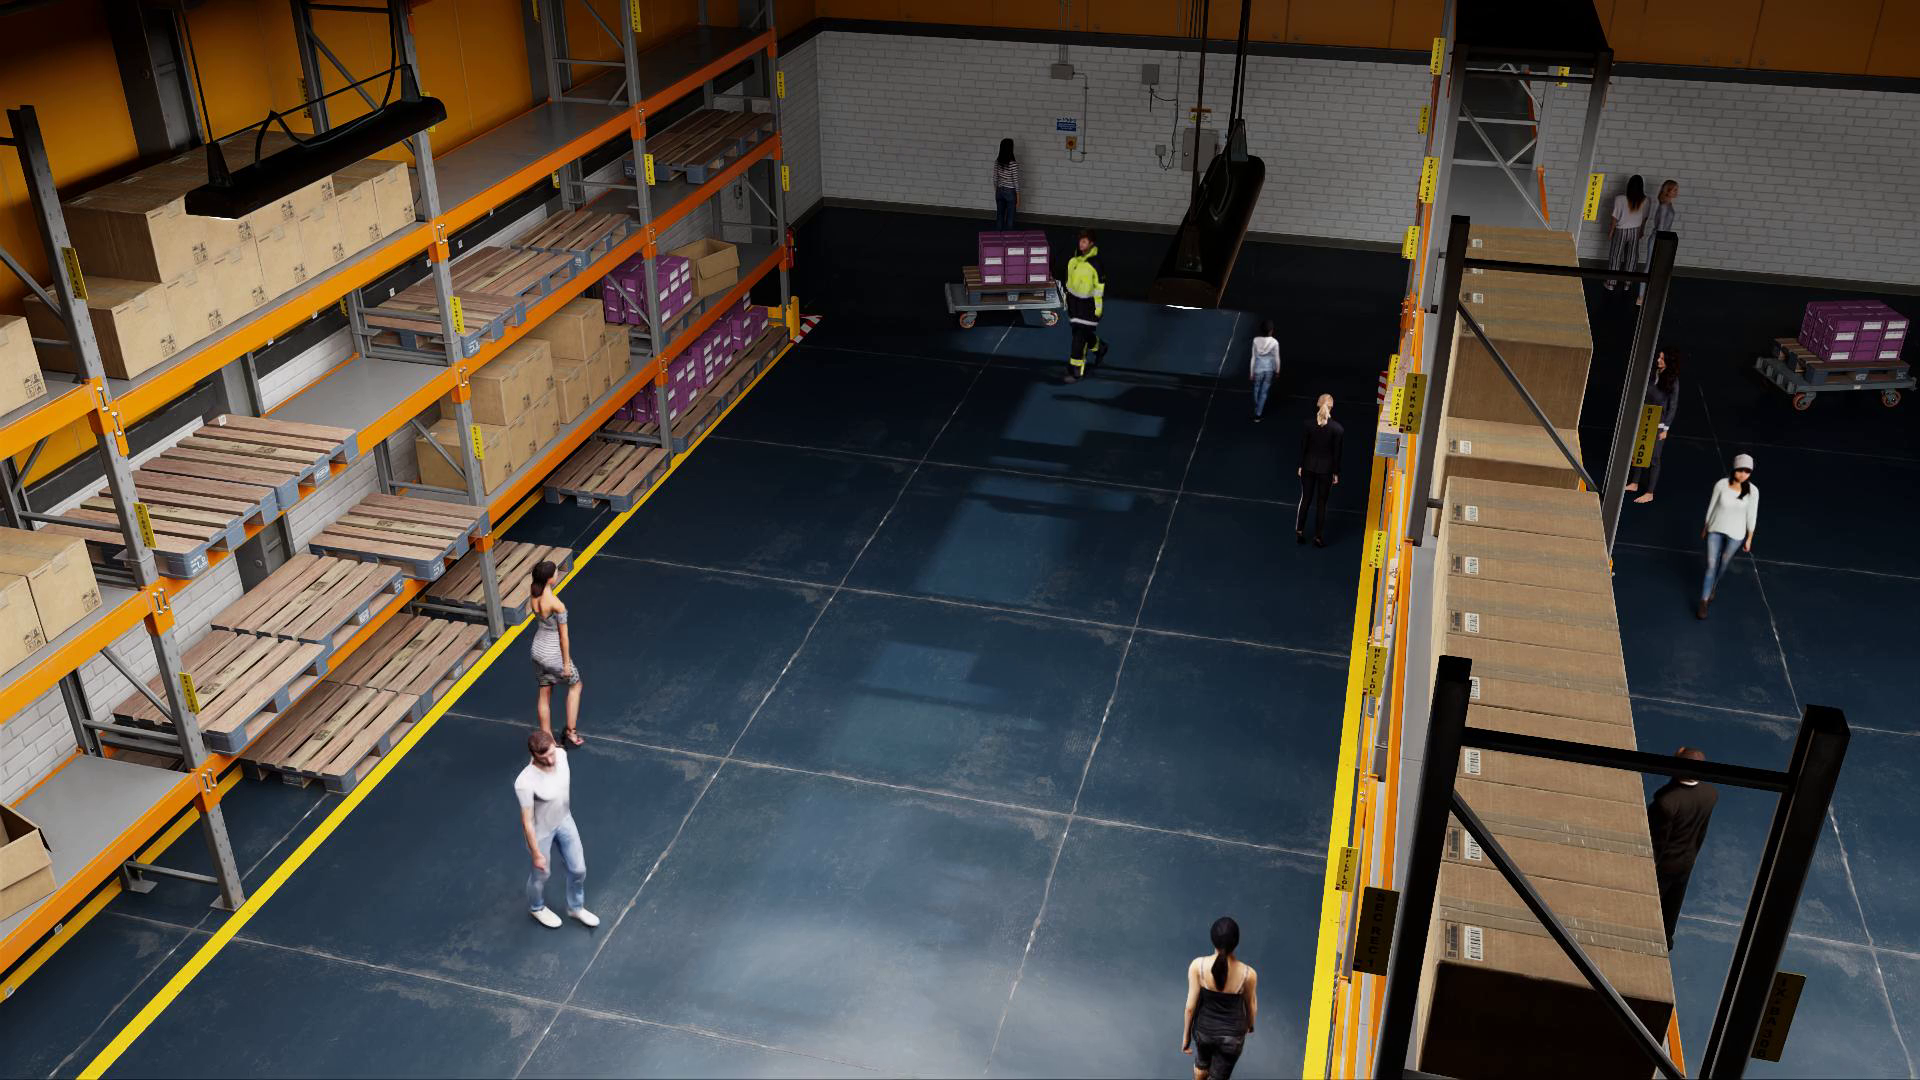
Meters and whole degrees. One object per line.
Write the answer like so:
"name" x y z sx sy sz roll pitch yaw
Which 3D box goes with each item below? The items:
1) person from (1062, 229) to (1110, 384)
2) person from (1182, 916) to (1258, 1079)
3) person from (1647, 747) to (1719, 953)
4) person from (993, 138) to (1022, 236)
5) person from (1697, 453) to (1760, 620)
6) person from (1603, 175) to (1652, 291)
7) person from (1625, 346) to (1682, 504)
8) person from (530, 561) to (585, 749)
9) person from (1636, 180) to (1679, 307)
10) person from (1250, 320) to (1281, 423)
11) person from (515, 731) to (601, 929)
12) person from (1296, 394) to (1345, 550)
"person" 1.631 -2.974 20.979 1.273 1.955 1.152 -21 35 -33
"person" 1.554 3.095 10.119 0.605 1.701 0.908 10 30 18
"person" 4.873 2.231 11.492 0.799 1.904 0.837 -13 31 -22
"person" 0.702 -5.197 25.221 0.654 1.796 0.617 20 34 32
"person" 7.401 -0.093 16.048 0.666 1.621 0.974 11 31 20
"person" 9.600 -4.432 23.941 0.708 1.679 0.655 3 29 6
"person" 7.529 -1.272 18.054 0.753 1.768 0.658 -11 30 -19
"person" -3.468 1.027 13.798 0.727 1.808 0.764 20 34 31
"person" 9.798 -4.178 23.352 0.698 1.796 0.528 16 32 26
"person" 3.630 -2.012 19.966 0.578 1.237 0.795 15 32 25
"person" -2.997 2.049 11.923 0.858 1.809 0.831 12 31 21
"person" 3.672 -0.694 17.064 0.661 1.702 0.599 14 32 24
